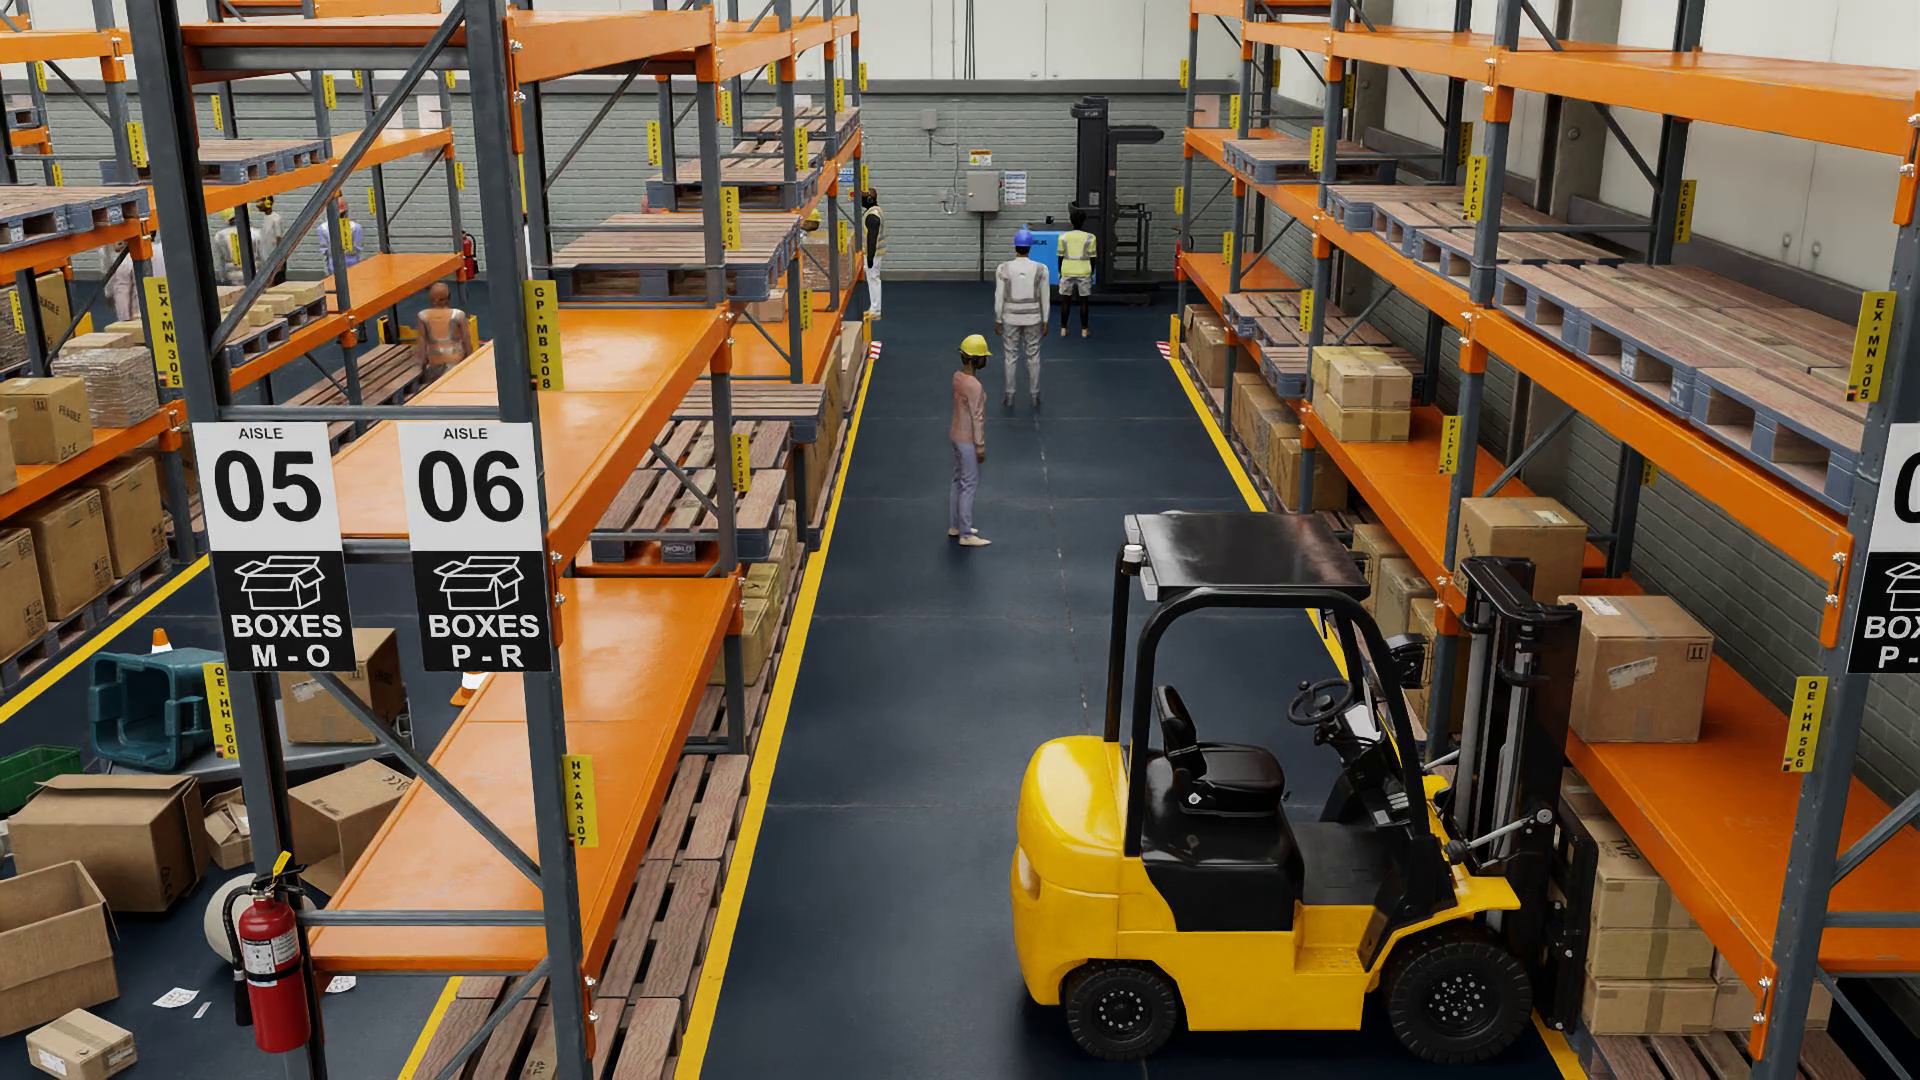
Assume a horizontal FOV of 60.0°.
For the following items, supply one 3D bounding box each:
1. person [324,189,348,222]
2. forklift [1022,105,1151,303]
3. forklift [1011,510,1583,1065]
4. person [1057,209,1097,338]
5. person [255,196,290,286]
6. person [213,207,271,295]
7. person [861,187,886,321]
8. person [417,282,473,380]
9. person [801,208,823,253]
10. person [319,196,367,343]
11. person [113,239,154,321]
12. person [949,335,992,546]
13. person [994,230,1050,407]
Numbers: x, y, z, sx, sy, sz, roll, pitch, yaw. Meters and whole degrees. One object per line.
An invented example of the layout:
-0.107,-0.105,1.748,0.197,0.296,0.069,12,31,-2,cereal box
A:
-9.392,-4.560,25.083,0.319,1.737,0.486,7,19,19,person
1.857,-4.944,24.441,1.873,2.768,1.129,0,18,0,forklift
1.387,1.055,7.378,2.313,2.155,1.214,0,18,0,forklift
1.537,-3.515,21.989,0.536,1.692,0.319,4,19,13,person
-9.313,-3.818,22.645,0.353,1.856,0.519,-15,23,-37,person
-9.321,-3.455,21.641,0.630,1.799,0.407,-8,20,-23,person
-1.242,-3.987,23.192,0.429,1.837,0.626,0,18,-1,person
-5.269,-1.829,17.048,0.523,1.607,0.872,1,18,4,person
-1.941,-3.475,21.800,0.325,1.732,0.489,-1,18,-2,person
-7.981,-3.495,21.575,0.543,1.921,0.414,-3,19,-9,person
-9.394,-2.616,18.948,0.400,1.902,0.648,1,18,3,person
0.094,-0.826,13.751,0.345,1.760,0.529,-6,19,-18,person
0.684,-2.432,18.306,0.616,1.945,0.404,0,18,0,person
